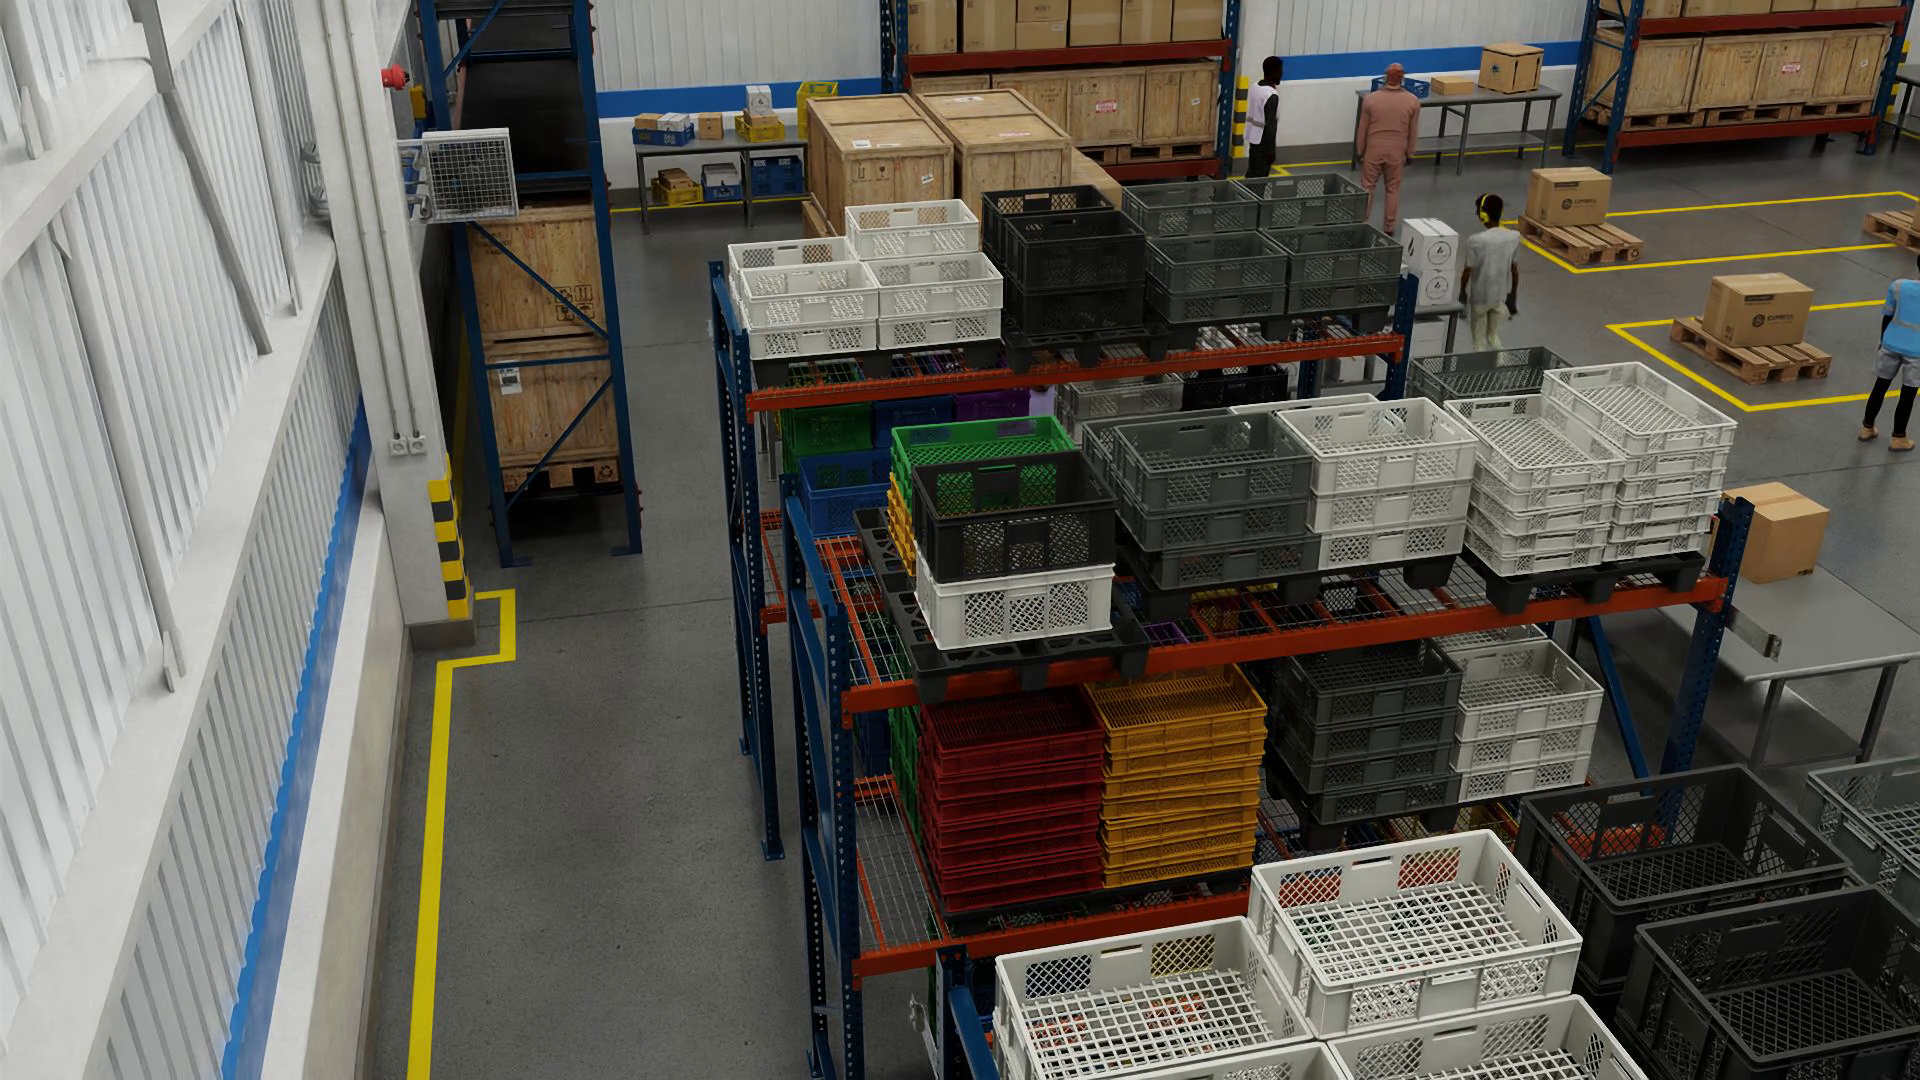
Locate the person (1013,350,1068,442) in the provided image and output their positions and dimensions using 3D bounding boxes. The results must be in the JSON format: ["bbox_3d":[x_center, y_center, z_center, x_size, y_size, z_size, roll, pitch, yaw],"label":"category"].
[{"bbox_3d":[0.506,-0.392,10.986,0.372,1.940,0.631,23,35,36],"label":"person"}]

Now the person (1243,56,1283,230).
[{"bbox_3d":[3.400,-4.487,18.776,0.372,1.916,0.597,-6,28,-11],"label":"person"}]

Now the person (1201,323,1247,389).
[{"bbox_3d":[2.033,-1.333,12.840,0.357,1.880,0.564,0,28,0],"label":"person"}]

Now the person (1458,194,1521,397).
[{"bbox_3d":[4.513,-2.047,14.232,0.549,1.838,0.397,-4,28,-7],"label":"person"}]

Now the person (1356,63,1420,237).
[{"bbox_3d":[4.728,-4.334,18.512,0.655,1.900,0.397,4,28,7],"label":"person"}]

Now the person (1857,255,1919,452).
[{"bbox_3d":[7.659,-1.545,13.433,0.319,1.693,0.532,-17,32,-29],"label":"person"}]
